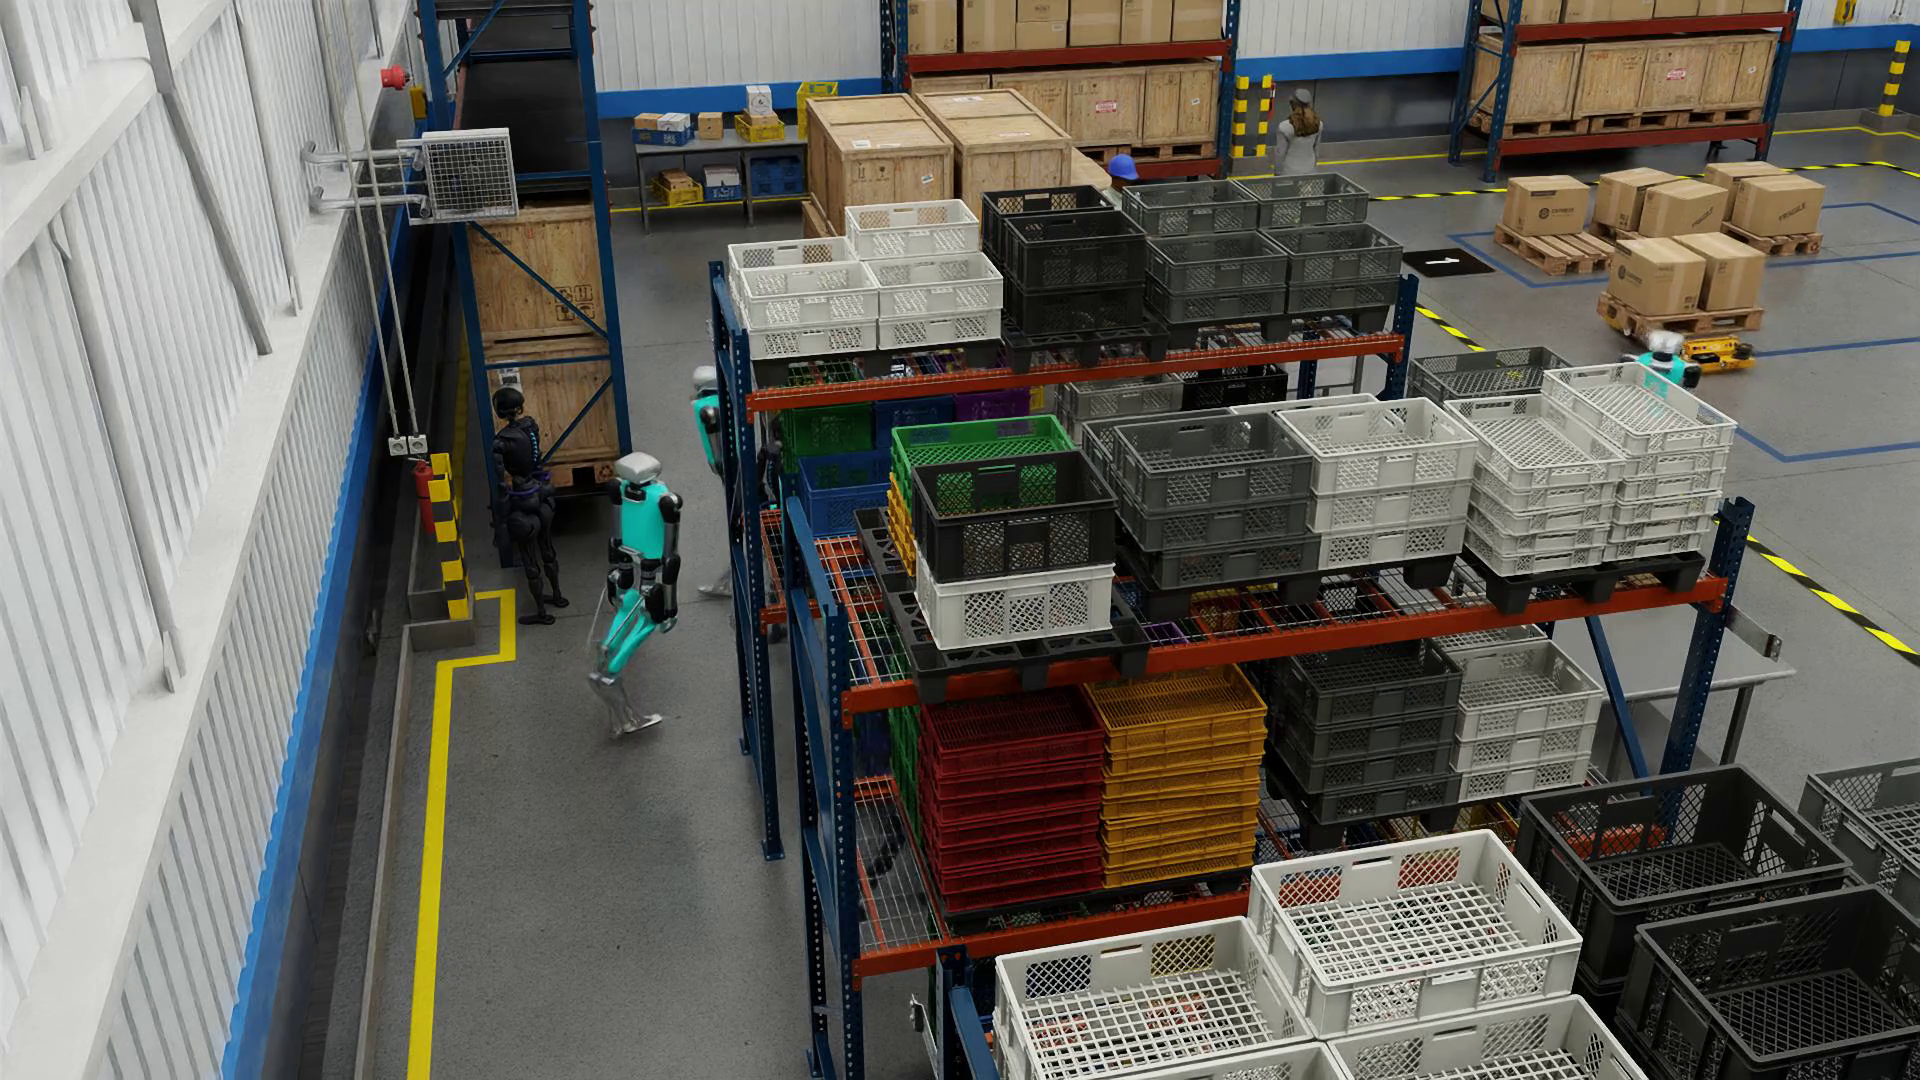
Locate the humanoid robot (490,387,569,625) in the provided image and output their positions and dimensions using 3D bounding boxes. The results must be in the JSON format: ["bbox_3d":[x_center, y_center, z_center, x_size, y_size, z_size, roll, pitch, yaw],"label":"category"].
[{"bbox_3d":[-2.865,-0.228,10.952,0.315,1.657,0.599,8,29,14],"label":"humanoid robot"}]

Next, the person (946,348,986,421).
[{"bbox_3d":[0.071,-0.509,11.375,0.424,1.799,0.849,-6,28,-11],"label":"person"}]

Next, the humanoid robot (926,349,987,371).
[{"bbox_3d":[-0.041,-0.601,11.541,0.543,1.738,0.695,9,29,16],"label":"humanoid robot"}]

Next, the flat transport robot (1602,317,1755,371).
[{"bbox_3d":[6.782,-1.955,15.726,0.652,0.197,1.431,-6,28,-12],"label":"flat transport robot"}]

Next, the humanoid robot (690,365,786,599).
[{"bbox_3d":[-1.338,-0.348,11.164,0.930,1.770,0.538,-5,28,-10],"label":"humanoid robot"}]

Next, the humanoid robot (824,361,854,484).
[{"bbox_3d":[-0.991,-0.501,11.466,0.667,1.837,0.546,-3,28,-5],"label":"humanoid robot"}]

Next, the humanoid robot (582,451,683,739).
[{"bbox_3d":[-1.967,0.409,9.683,0.534,1.763,0.782,18,33,31],"label":"humanoid robot"}]

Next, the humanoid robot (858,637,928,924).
[{"bbox_3d":[-0.313,1.208,8.291,0.750,1.638,0.610,-4,28,-7],"label":"humanoid robot"}]

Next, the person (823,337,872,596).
[{"bbox_3d":[-0.762,-0.508,11.110,0.392,2.041,0.610,-7,29,-12],"label":"person"}]

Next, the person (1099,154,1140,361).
[{"bbox_3d":[1.405,-2.542,15.078,0.603,1.941,0.412,-23,35,-36],"label":"person"}]

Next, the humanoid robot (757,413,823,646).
[{"bbox_3d":[-1.100,-0.056,10.635,0.612,1.652,0.303,21,34,34],"label":"humanoid robot"}]

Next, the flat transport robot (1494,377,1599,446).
[{"bbox_3d":[4.780,-1.036,14.013,0.659,0.231,1.431,-6,28,-12],"label":"flat transport robot"}]

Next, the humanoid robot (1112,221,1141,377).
[{"bbox_3d":[1.420,-1.967,14.284,0.612,1.632,0.523,2,28,4],"label":"humanoid robot"}]

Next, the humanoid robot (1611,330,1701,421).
[{"bbox_3d":[4.862,-0.726,11.876,0.536,1.797,0.809,10,29,18],"label":"humanoid robot"}]

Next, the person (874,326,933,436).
[{"bbox_3d":[-0.412,-0.656,11.572,0.579,1.873,0.339,20,34,33],"label":"person"}]

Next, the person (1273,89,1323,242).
[{"bbox_3d":[3.637,-3.992,18.009,0.564,1.769,0.395,-13,30,-23],"label":"person"}]
